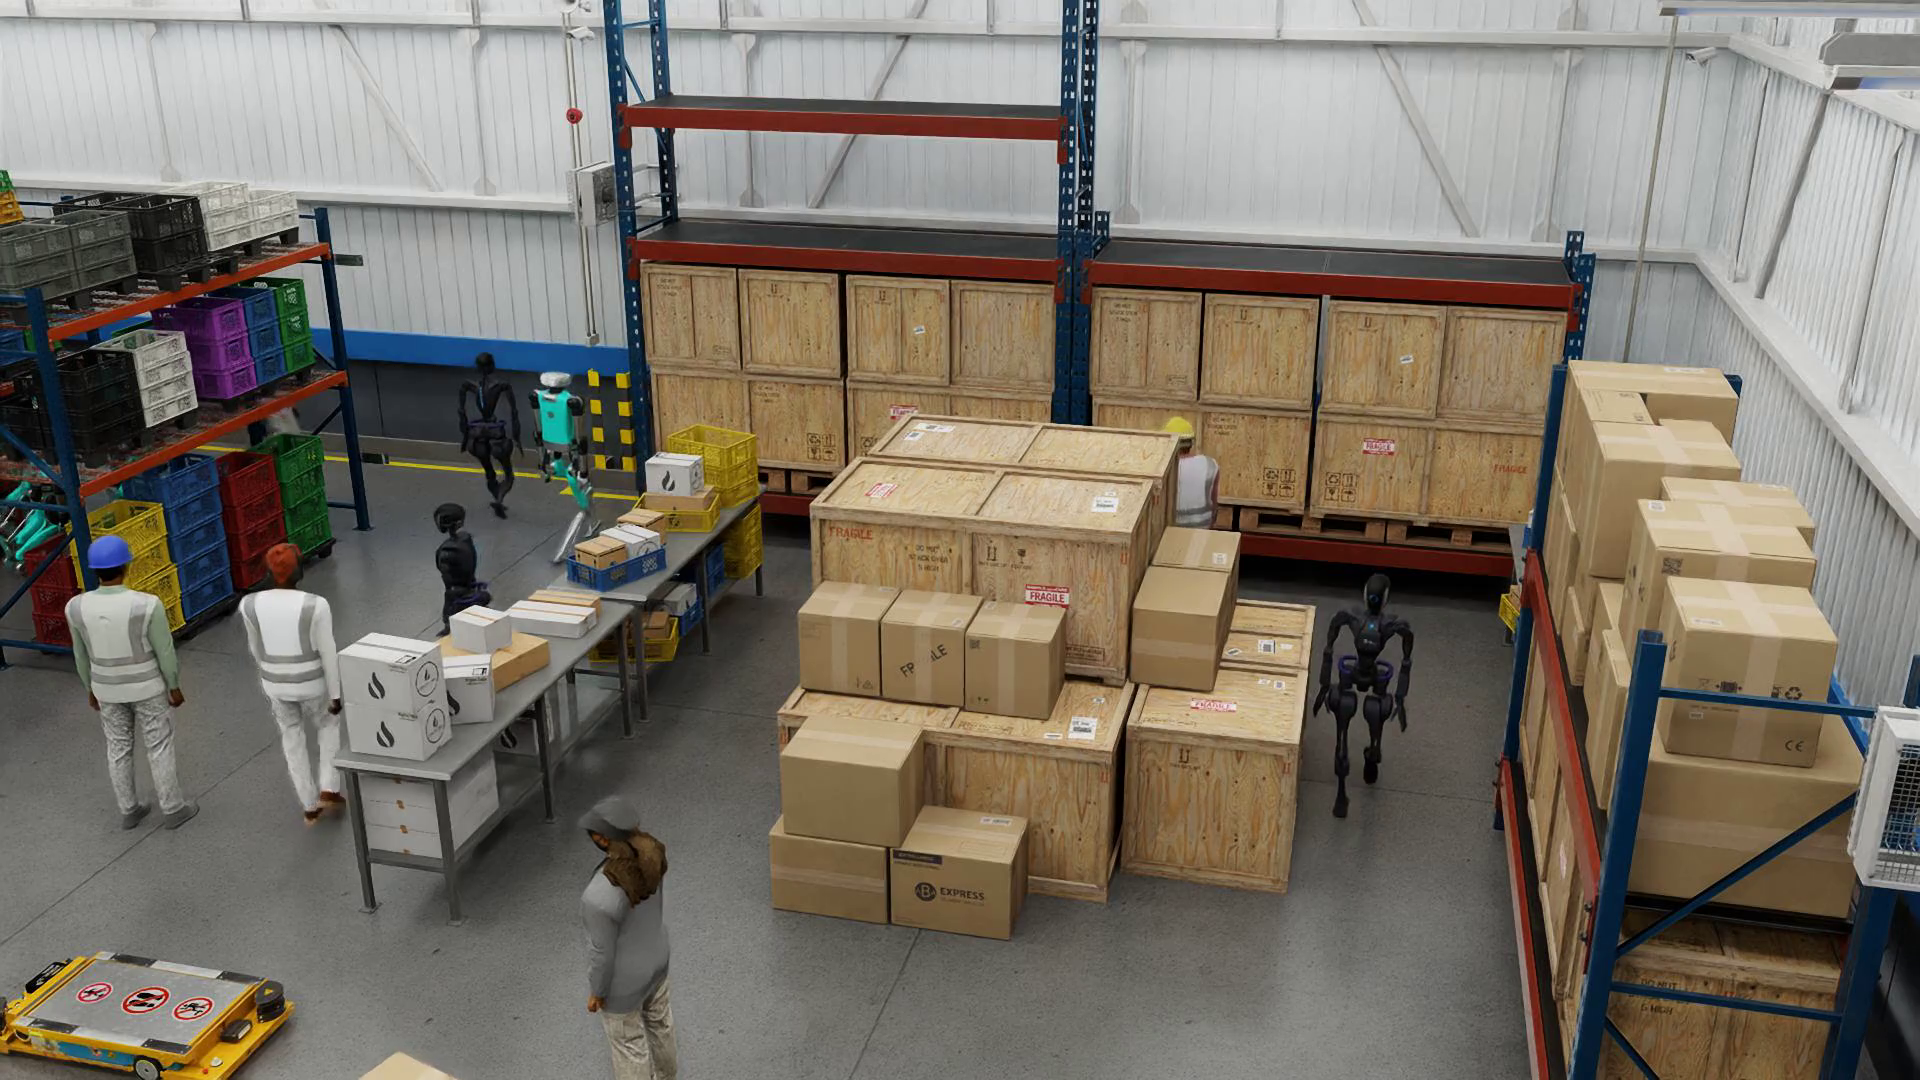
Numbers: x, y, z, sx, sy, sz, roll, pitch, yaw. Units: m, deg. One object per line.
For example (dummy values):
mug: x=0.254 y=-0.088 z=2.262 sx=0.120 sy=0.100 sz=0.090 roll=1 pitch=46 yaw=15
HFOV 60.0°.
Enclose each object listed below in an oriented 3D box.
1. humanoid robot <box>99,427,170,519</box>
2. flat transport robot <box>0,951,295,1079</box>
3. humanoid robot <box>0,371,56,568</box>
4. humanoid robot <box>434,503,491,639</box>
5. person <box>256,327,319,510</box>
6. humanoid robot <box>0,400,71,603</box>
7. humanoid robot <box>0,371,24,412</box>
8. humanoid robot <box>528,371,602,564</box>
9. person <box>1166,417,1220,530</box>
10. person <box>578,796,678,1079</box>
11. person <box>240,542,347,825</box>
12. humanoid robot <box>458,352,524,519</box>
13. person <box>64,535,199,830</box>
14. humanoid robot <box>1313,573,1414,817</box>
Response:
humanoid robot: x=-7.318 y=-0.615 z=14.670 sx=0.542 sy=1.852 sz=0.653 roll=9 pitch=23 yaw=23
flat transport robot: x=-4.270 y=2.464 z=8.601 sx=1.431 sy=0.231 sz=0.659 roll=5 pitch=22 yaw=13
humanoid robot: x=-8.139 y=-0.513 z=14.450 sx=0.542 sy=1.850 sz=0.817 roll=17 pitch=27 yaw=37
humanoid robot: x=-3.493 y=0.518 z=11.713 sx=0.324 sy=1.658 sz=0.589 roll=0 pitch=21 yaw=1
person: x=-6.605 y=-1.262 z=15.893 sx=0.690 sy=2.021 sz=0.616 roll=3 pitch=21 yaw=9
humanoid robot: x=-7.550 y=-0.251 z=13.457 sx=0.533 sy=1.677 sz=0.735 roll=16 pitch=26 yaw=35
humanoid robot: x=-9.573 y=-1.408 z=16.738 sx=0.587 sy=1.654 sz=0.338 roll=12 pitch=24 yaw=28
humanoid robot: x=-3.423 y=-0.711 z=14.919 sx=0.546 sy=1.768 sz=1.039 roll=8 pitch=22 yaw=21
person: x=1.691 y=-0.081 z=13.134 sx=0.714 sy=1.798 sz=0.473 roll=-5 pitch=21 yaw=-12
person: x=-1.532 y=1.984 z=7.752 sx=0.396 sy=1.769 sz=0.562 roll=8 pitch=22 yaw=19
person: x=-4.150 y=0.900 z=10.461 sx=0.567 sy=1.868 sz=0.448 roll=-1 pitch=21 yaw=-4
humanoid robot: x=-4.423 y=-0.968 z=15.646 sx=0.613 sy=1.638 sz=0.575 roll=1 pitch=21 yaw=2
person: x=-5.158 y=0.900 z=10.357 sx=0.606 sy=1.939 sz=0.415 roll=0 pitch=21 yaw=-1
humanoid robot: x=2.572 y=0.933 z=10.633 sx=0.588 sy=1.639 sz=0.571 roll=6 pitch=22 yaw=15
